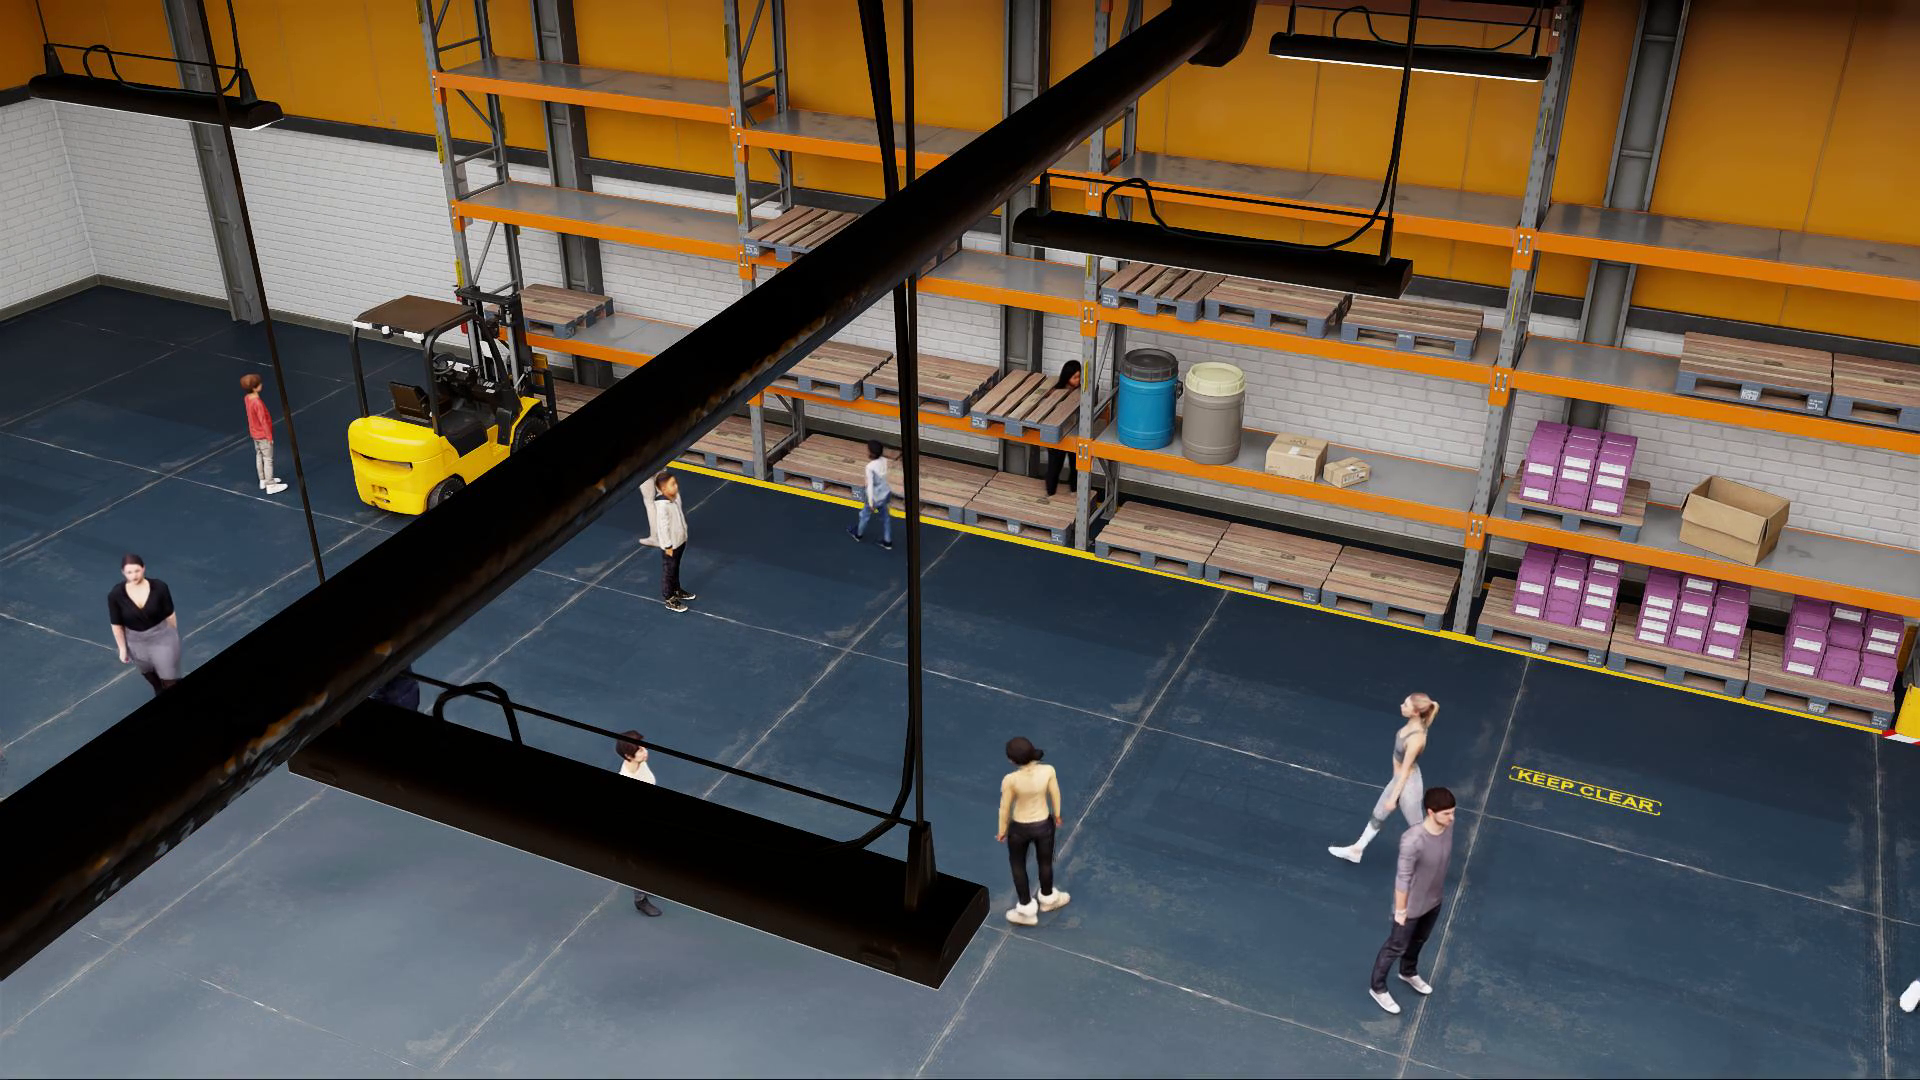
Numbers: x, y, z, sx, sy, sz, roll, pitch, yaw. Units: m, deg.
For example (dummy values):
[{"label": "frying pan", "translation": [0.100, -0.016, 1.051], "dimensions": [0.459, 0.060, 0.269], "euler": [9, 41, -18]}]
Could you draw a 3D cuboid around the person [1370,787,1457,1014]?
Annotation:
[{"label": "person", "translation": [3.182, 2.469, 11.601], "dimensions": [0.748, 1.845, 0.736], "euler": [-19, 34, -30]}]

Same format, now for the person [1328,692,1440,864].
[{"label": "person", "translation": [3.516, 1.933, 12.785], "dimensions": [1.156, 1.655, 0.753], "euler": [6, 29, 11]}]

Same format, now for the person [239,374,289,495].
[{"label": "person", "translation": [-7.913, -1.213, 18.800], "dimensions": [0.499, 1.417, 0.626], "euler": [25, 37, 38]}]

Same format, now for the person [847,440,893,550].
[{"label": "person", "translation": [-0.841, -0.464, 17.615], "dimensions": [0.841, 1.237, 0.643], "euler": [25, 38, 38]}]

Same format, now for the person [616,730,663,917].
[{"label": "person", "translation": [-2.405, 2.111, 12.528], "dimensions": [0.609, 1.587, 0.653], "euler": [1, 29, 2]}]

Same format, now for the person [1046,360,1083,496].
[{"label": "person", "translation": [1.178, -1.147, 18.268], "dimensions": [0.779, 1.811, 0.842], "euler": [-9, 30, -16]}]

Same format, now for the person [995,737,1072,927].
[{"label": "person", "translation": [0.571, 2.150, 12.410], "dimensions": [0.793, 1.632, 0.919], "euler": [1, 29, 2]}]

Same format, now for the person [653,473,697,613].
[{"label": "person", "translation": [-2.876, -0.007, 16.545], "dimensions": [0.590, 1.458, 0.622], "euler": [6, 29, 11]}]

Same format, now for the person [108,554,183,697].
[{"label": "person", "translation": [-7.150, 0.877, 14.659], "dimensions": [1.109, 1.713, 1.176], "euler": [-11, 30, -19]}]
